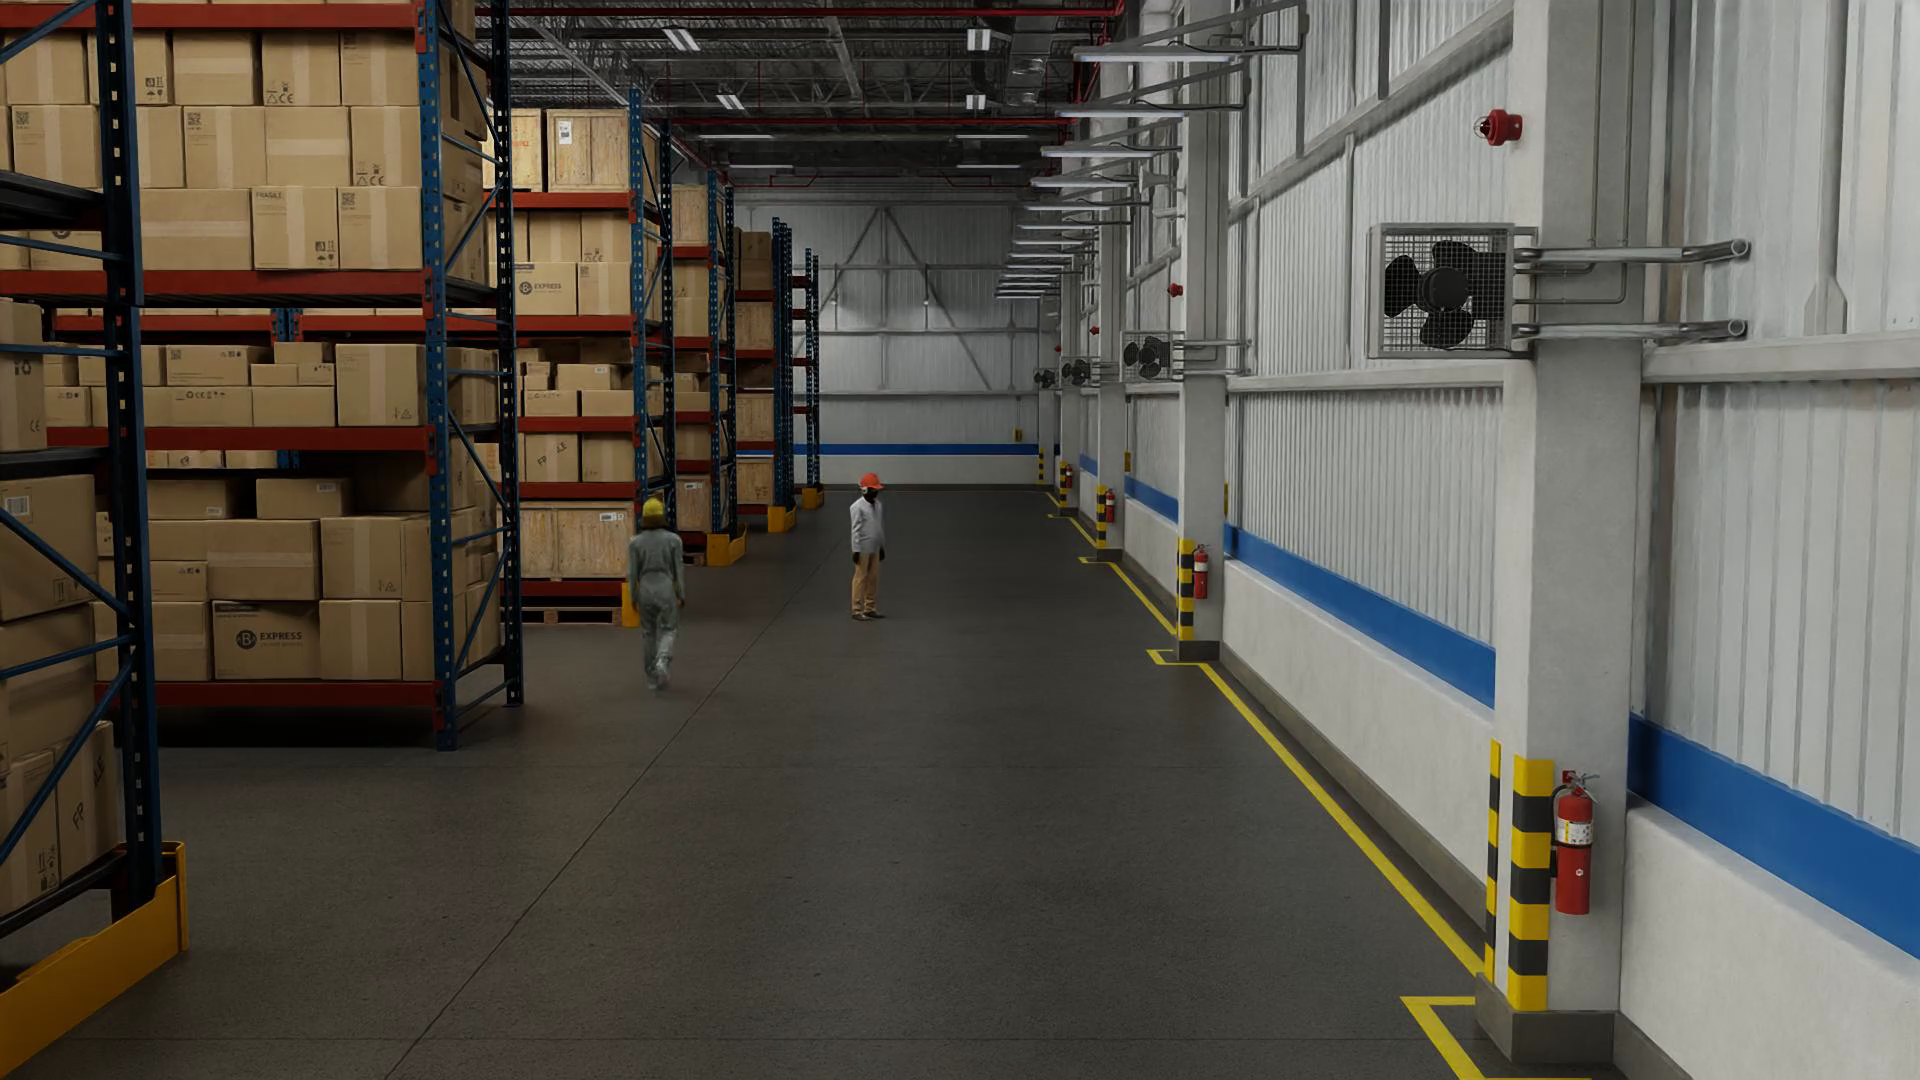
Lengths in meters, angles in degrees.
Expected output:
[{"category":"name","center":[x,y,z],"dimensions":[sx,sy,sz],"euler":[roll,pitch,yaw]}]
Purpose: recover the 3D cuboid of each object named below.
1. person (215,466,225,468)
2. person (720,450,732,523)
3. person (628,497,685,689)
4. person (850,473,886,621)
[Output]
[{"category":"person","center":[-7.238,0.251,16.357],"dimensions":[0.605,1.949,0.402],"euler":[-3,6,-32]},{"category":"person","center":[-4.178,-0.740,28.641],"dimensions":[0.620,1.817,0.605],"euler":[1,5,12]},{"category":"person","center":[-2.726,0.484,14.896],"dimensions":[0.502,1.725,0.428],"euler":[0,5,-2]},{"category":"person","center":[-1.058,0.081,19.524],"dimensions":[0.361,1.742,0.578],"euler":[3,6,32]}]
